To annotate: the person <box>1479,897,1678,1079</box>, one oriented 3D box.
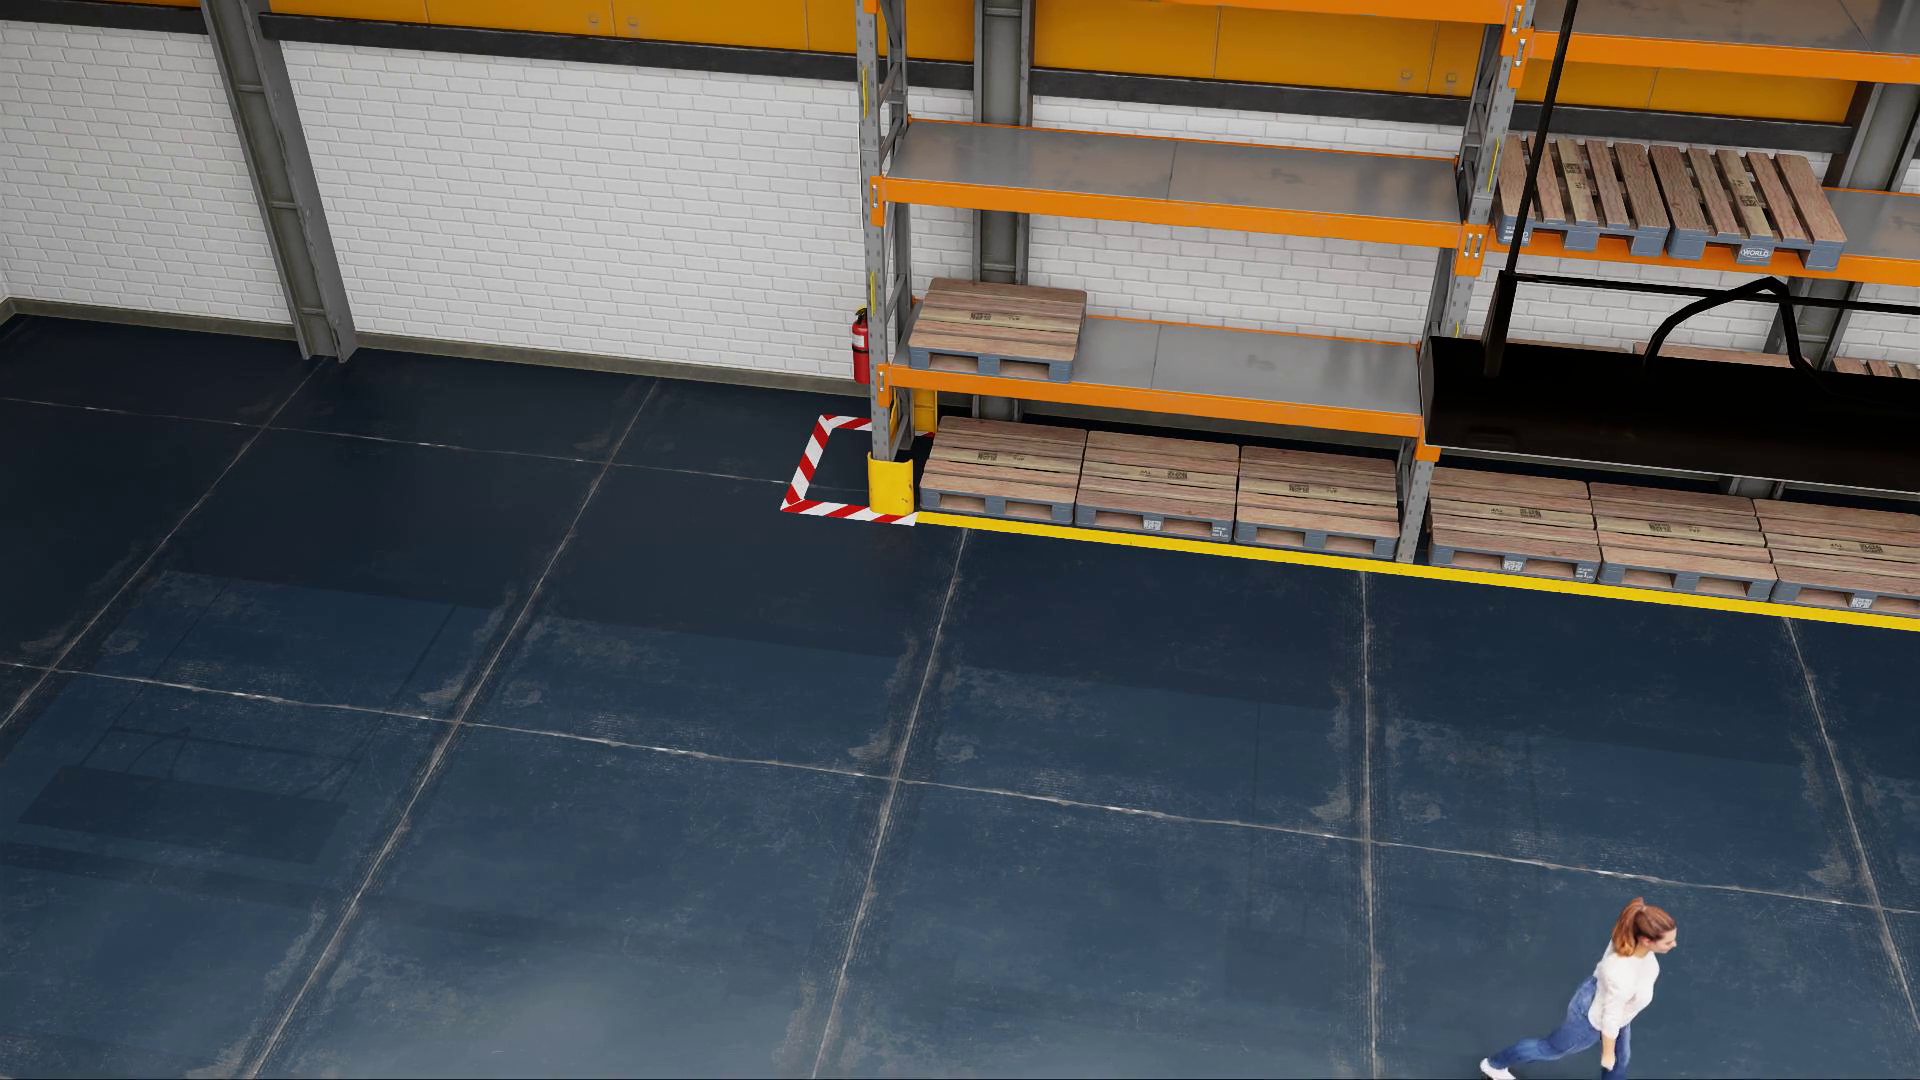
[{"bbox_3d":[3.123,2.370,8.372,1.204,1.673,0.949,26,45,28],"label":"person"}]
